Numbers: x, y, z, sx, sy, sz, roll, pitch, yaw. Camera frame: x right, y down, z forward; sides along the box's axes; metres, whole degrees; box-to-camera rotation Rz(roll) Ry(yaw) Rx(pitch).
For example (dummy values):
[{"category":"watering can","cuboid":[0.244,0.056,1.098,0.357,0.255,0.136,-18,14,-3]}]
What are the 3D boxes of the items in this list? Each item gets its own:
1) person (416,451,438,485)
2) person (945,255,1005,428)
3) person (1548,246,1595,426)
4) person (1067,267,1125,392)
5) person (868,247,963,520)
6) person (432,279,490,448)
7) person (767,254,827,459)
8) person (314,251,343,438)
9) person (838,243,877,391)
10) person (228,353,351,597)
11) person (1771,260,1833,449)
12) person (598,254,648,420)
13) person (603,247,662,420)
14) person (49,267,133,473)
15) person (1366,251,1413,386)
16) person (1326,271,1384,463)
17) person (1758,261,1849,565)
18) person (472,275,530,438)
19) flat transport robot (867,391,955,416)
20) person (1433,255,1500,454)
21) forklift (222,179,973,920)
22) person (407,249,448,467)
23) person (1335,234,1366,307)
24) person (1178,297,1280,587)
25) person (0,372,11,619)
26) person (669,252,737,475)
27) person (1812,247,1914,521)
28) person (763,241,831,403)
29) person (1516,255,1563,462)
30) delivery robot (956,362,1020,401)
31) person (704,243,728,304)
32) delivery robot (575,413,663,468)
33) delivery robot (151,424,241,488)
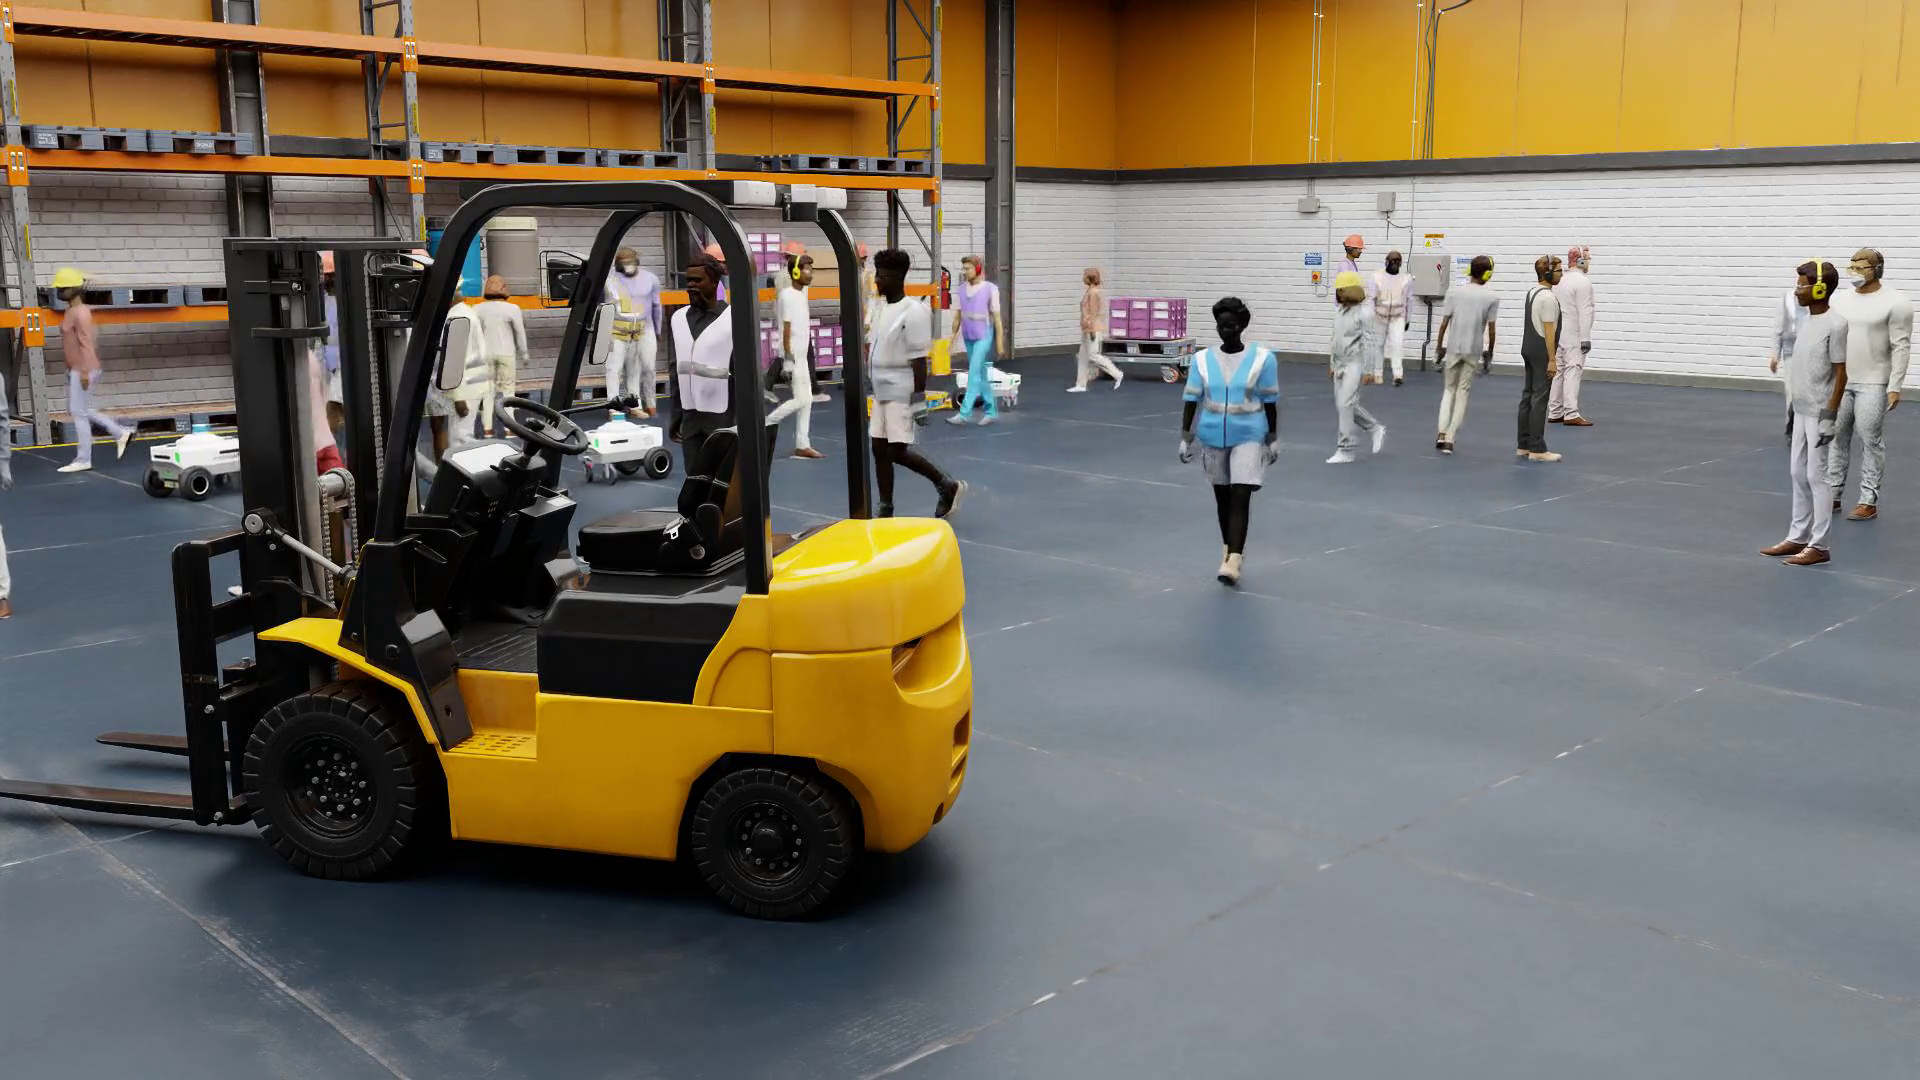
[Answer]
[{"category":"person","cuboid":[-3.925,-1.035,11.603,0.800,1.883,0.671,-1,10,-7]},{"category":"person","cuboid":[0.097,-2.070,17.476,0.906,1.799,0.564,-9,14,-40]},{"category":"person","cuboid":[6.563,-2.178,17.785,0.402,1.911,0.638,-2,11,-10]},{"category":"person","cuboid":[1.758,-2.701,21.429,0.677,1.620,0.521,0,10,1]},{"category":"person","cuboid":[-0.374,-1.011,11.319,0.679,1.946,0.611,-6,12,-28]},{"category":"person","cuboid":[-3.534,-1.079,12.103,0.685,1.797,0.629,-2,11,-9]},{"category":"person","cuboid":[-1.529,-1.643,15.002,0.572,1.853,0.522,3,11,14]},{"category":"person","cuboid":[-5.275,-1.473,14.006,0.577,1.877,1.016,10,15,44]},{"category":"person","cuboid":[-1.318,-2.864,21.516,0.718,1.908,0.576,-10,14,-43]},{"category":"person","cuboid":[-3.592,-0.507,9.248,0.975,1.699,0.534,2,11,9]},{"category":"person","cuboid":[8.083,-1.759,15.835,0.619,1.780,0.917,4,11,18]},{"category":"person","cuboid":[-3.669,-2.232,18.275,0.619,1.838,0.430,-9,14,-41]},{"category":"person","cuboid":[-3.565,-2.258,18.229,0.651,1.896,0.722,-3,11,-18]},{"category":"person","cuboid":[-7.519,-1.468,14.309,0.570,1.749,0.542,-8,13,-36]},{"category":"person","cuboid":[5.768,-2.959,22.342,0.622,1.792,0.965,1,10,8]},{"category":"person","cuboid":[3.571,-1.558,14.957,0.692,1.720,0.493,-5,11,-25]},{"category":"person","cuboid":[5.232,-0.772,10.234,0.325,1.865,0.516,0,10,2]},{"category":"person","cuboid":[-4.594,-1.823,16.624,0.518,1.632,0.348,1,10,5]},{"category":"flat transport robot","cuboid":[-0.616,-1.552,18.836,0.652,0.197,1.431,5,11,24]},{"category":"person","cuboid":[4.702,-1.716,15.436,0.555,1.836,0.523,5,11,25]},{"category":"forklift","cuboid":[-1.114,-0.058,5.440,2.313,2.155,1.214,2,11,13]},{"category":"person","cuboid":[-4.127,-1.272,12.760,0.542,1.939,0.364,-3,11,-16]},{"category":"person","cuboid":[5.623,-3.376,23.997,0.409,2.032,0.608,5,11,24]},{"category":"person","cuboid":[1.527,-0.560,9.615,0.554,1.654,0.830,5,11,24]},{"category":"person","cuboid":[-5.252,-0.379,8.724,0.506,1.632,0.265,-3,11,-16]},{"category":"person","cuboid":[-1.484,-0.742,9.920,0.588,1.920,0.390,6,12,29]},{"category":"person","cuboid":[6.418,-1.110,11.873,0.355,1.937,0.634,-6,12,-30]},{"category":"person","cuboid":[-2.026,-2.621,20.073,0.924,1.961,0.634,-10,14,-42]},{"category":"person","cuboid":[5.231,-1.628,14.954,0.344,1.847,0.504,-1,10,-4]},{"category":"delivery robot","cuboid":[0.330,-1.817,19.252,0.707,0.478,0.477,3,11,18]},{"category":"person","cuboid":[-2.557,-2.135,17.468,0.374,1.935,0.552,-5,12,-27]},{"category":"delivery robot","cuboid":[-2.817,-0.809,13.753,0.477,0.478,0.707,10,14,42]},{"category":"delivery robot","cuboid":[-5.891,-0.656,12.918,0.477,0.478,0.707,5,12,26]}]
